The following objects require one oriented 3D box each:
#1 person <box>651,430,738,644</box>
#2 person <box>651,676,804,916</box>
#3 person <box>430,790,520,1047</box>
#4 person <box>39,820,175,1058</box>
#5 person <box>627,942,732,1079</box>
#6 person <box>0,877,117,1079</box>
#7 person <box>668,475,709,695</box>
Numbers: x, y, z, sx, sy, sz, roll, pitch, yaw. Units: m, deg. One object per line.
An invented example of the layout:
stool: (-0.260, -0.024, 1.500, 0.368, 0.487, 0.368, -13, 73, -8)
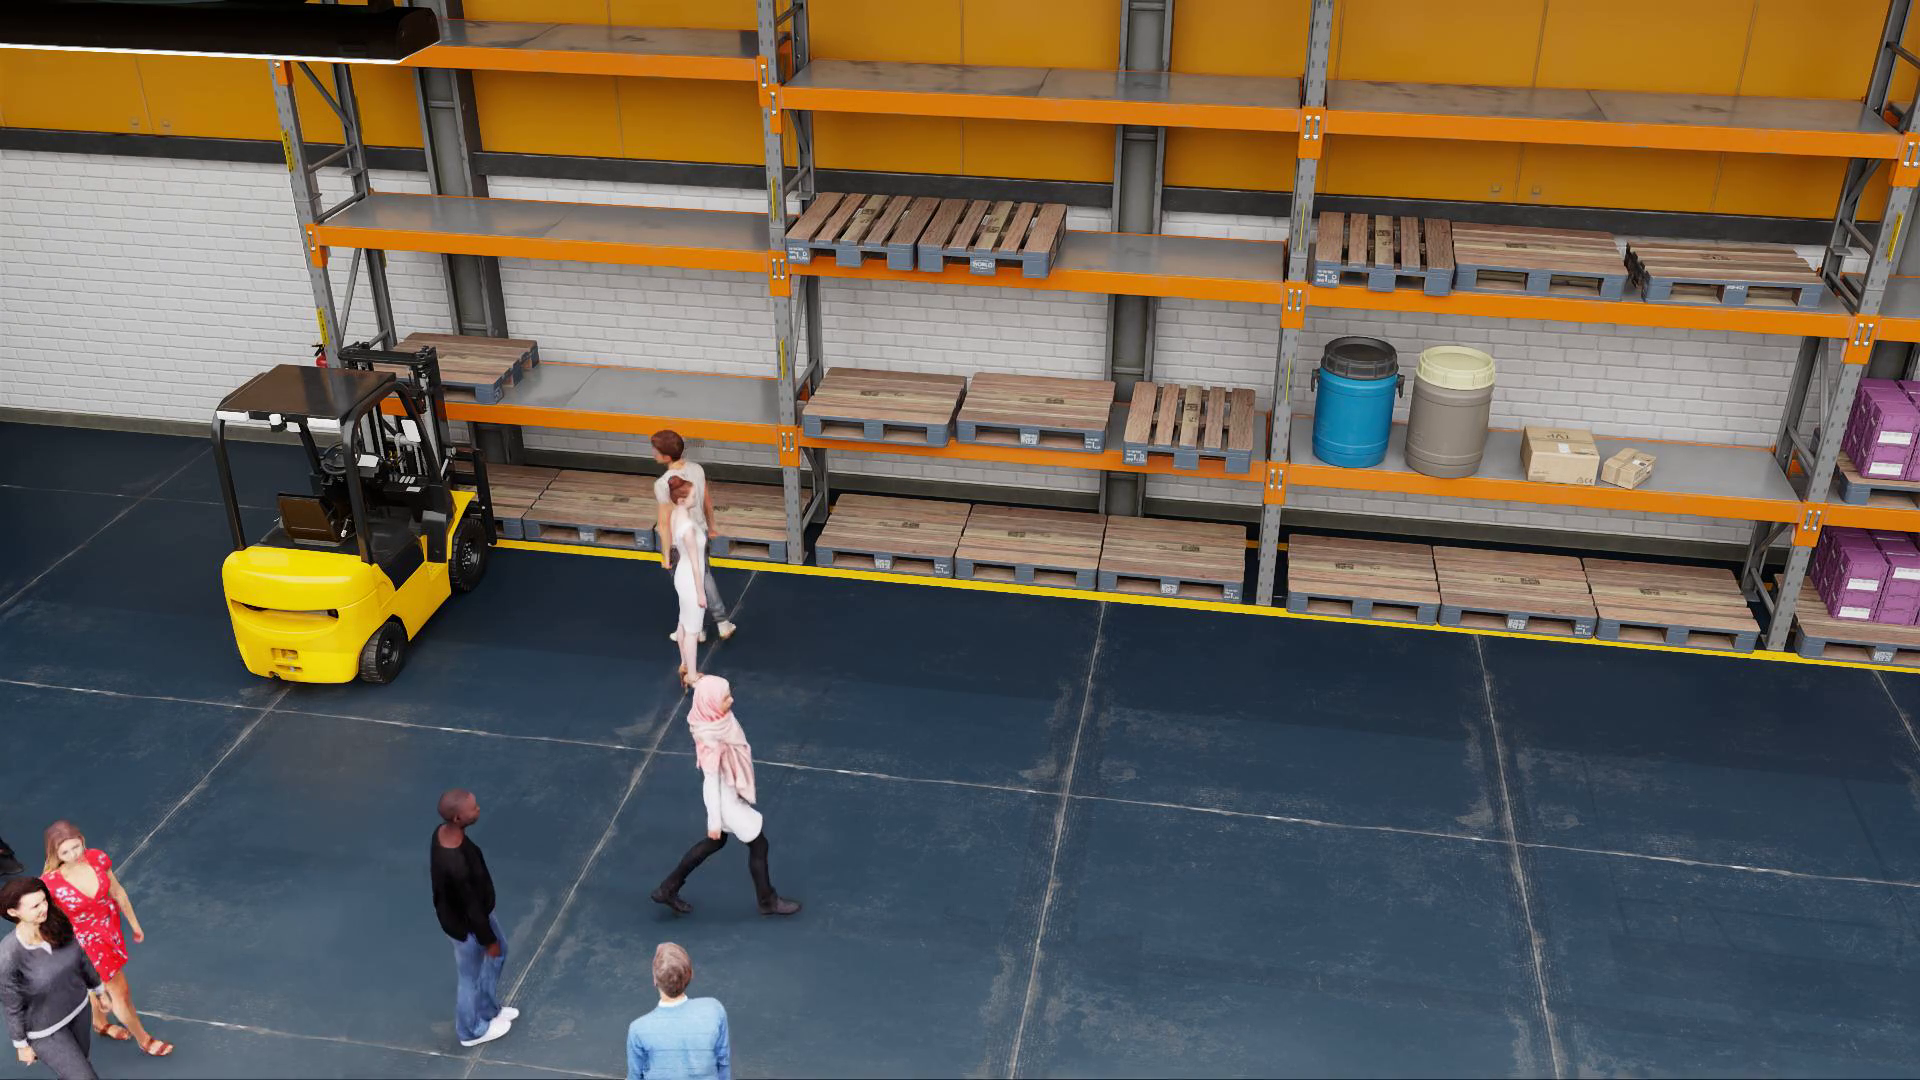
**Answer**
person: (-2.067, -0.003, 12.809, 0.872, 1.878, 0.879, 24, 37, 37)
person: (-1.505, 1.584, 10.015, 1.230, 1.768, 0.892, -5, 29, -9)
person: (-2.775, 2.107, 9.086, 0.765, 1.740, 0.729, -13, 31, -22)
person: (-4.839, 2.170, 9.144, 0.833, 1.573, 0.632, 11, 30, 19)
person: (-1.311, 2.709, 7.918, 0.996, 1.801, 1.021, -14, 31, -23)
person: (-4.677, 2.436, 8.473, 0.803, 1.748, 0.640, 6, 29, 10)
person: (-2.005, 0.336, 12.275, 0.658, 1.794, 0.651, -10, 30, -18)
